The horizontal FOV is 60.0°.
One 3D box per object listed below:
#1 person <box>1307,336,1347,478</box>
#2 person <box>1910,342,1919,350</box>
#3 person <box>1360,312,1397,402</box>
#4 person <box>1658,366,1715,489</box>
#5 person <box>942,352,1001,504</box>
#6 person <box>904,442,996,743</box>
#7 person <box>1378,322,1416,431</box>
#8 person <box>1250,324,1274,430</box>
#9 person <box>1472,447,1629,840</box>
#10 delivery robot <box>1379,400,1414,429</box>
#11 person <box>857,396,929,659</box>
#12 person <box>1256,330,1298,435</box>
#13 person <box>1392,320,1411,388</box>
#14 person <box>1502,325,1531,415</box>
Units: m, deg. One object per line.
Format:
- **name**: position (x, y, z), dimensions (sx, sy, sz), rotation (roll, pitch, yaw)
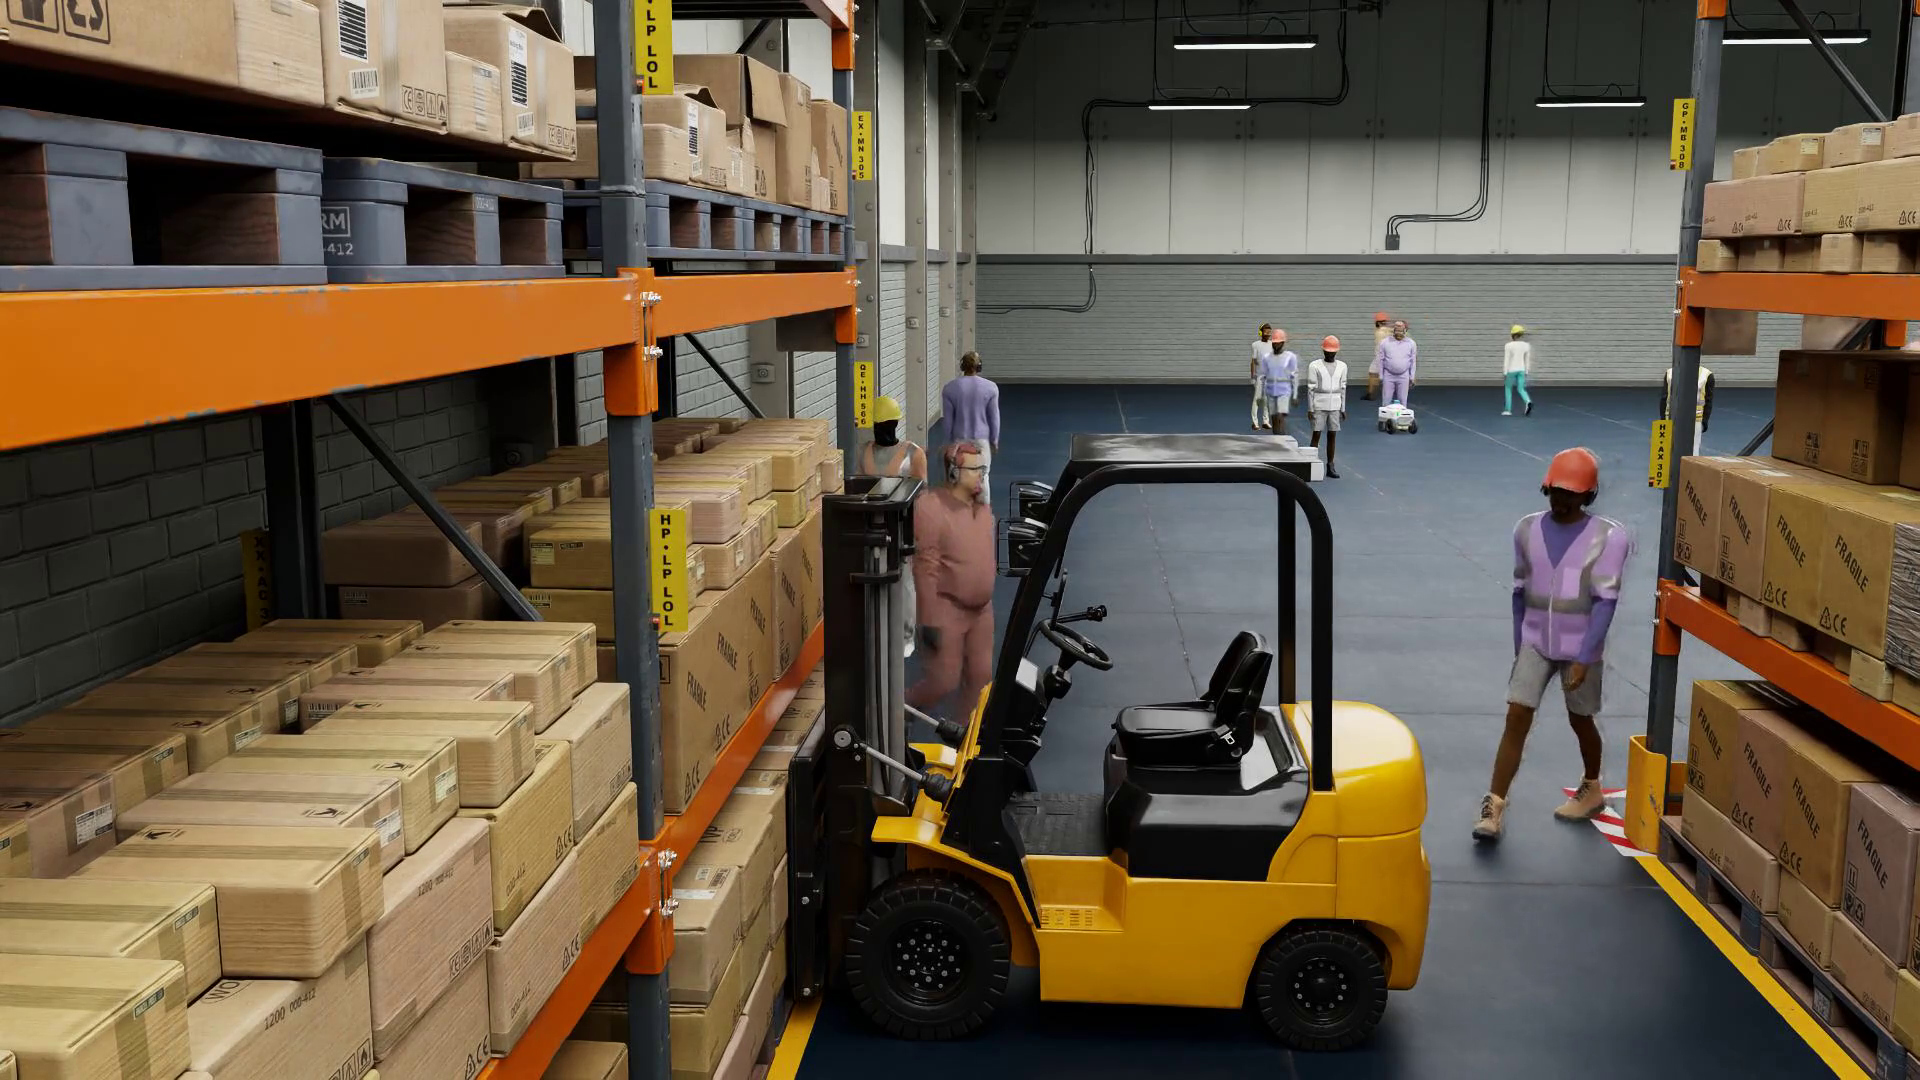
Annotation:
- **person**: position (4.949, -1.784, 22.395), dimensions (0.542, 1.928, 0.374), rotation (-1, 9, -8)
- **person**: position (16.309, -2.680, 28.046), dimensions (0.634, 1.864, 1.010), rotation (3, 10, 17)
- **person**: position (8.946, -3.857, 35.068), dimensions (0.546, 1.904, 0.930), rotation (-8, 12, -40)
- **person**: position (9.237, -1.544, 21.199), dimensions (0.627, 1.844, 0.429), rotation (6, 11, 33)
- **person**: position (0.122, -1.069, 18.099), dimensions (0.645, 1.943, 0.505), rotation (1, 9, 6)
- **person**: position (-0.069, 0.384, 9.354), dimensions (0.648, 1.894, 0.642), rotation (8, 12, 40)
- **person**: position (7.554, -2.823, 28.776), dimensions (0.638, 1.903, 0.408), rotation (2, 10, 11)
- **person**: position (5.302, -2.843, 29.024), dimensions (0.517, 1.865, 0.312), rotation (-4, 10, -25)
- **person**: position (3.008, 0.519, 8.305), dimensions (0.603, 1.991, 1.011), rotation (9, 13, 42)
- **delivery robot**: position (7.467, -2.151, 28.474), dimensions (0.477, 0.478, 0.707), rotation (-2, 9, -13)
- **person**: position (-0.524, -0.089, 12.126), dimensions (0.593, 1.925, 0.384), rotation (5, 10, 27)
- **person**: position (4.666, -2.153, 24.671), dimensions (0.578, 1.908, 0.808), rotation (5, 11, 30)
- **person**: position (10.203, -4.284, 38.486), dimensions (0.508, 1.612, 0.615), rotation (-5, 10, -26)
- **person**: position (10.610, -3.213, 31.622), dimensions (0.529, 1.750, 0.641), rotation (-2, 10, -12)
